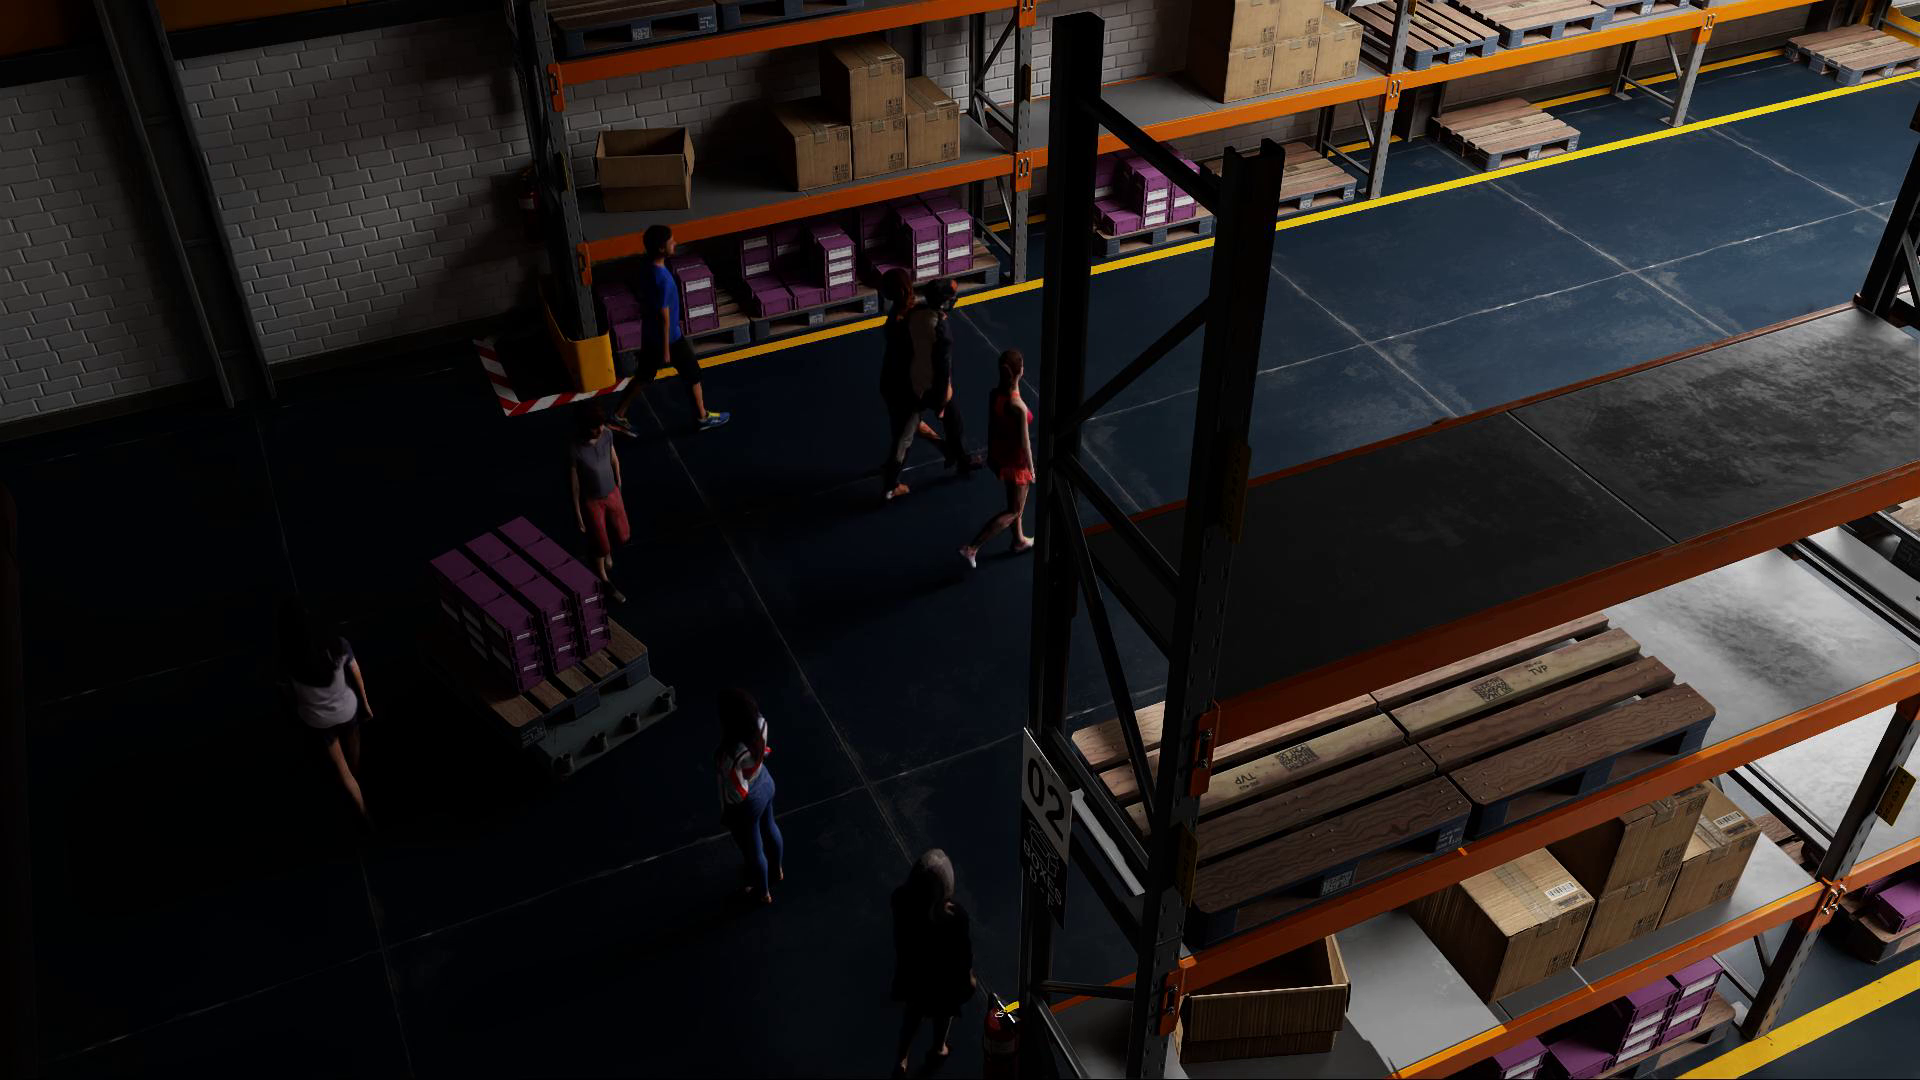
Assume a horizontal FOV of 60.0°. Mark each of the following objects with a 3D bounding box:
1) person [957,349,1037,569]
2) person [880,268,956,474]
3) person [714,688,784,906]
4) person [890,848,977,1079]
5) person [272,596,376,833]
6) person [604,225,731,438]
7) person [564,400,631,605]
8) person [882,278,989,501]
[{"bbox_3d":[0.291,-0.512,11.707,0.994,1.725,0.614,-19,42,-23],"label":"person"},{"bbox_3d":[-0.337,-1.214,12.510,0.986,1.819,0.843,4,39,5],"label":"person"},{"bbox_3d":[-1.181,1.431,9.363,0.715,1.613,0.650,14,41,17],"label":"person"},{"bbox_3d":[-0.166,2.207,8.295,0.878,1.733,0.965,18,42,21],"label":"person"},{"bbox_3d":[-3.673,1.070,9.758,0.923,1.684,0.788,-26,46,-29],"label":"person"},{"bbox_3d":[-2.414,-1.570,12.945,1.228,1.833,0.635,-18,42,-21],"label":"person"},{"bbox_3d":[-2.573,-0.324,11.544,0.809,1.634,0.808,-29,47,-31],"label":"person"},{"bbox_3d":[-0.303,-1.084,12.334,1.262,1.836,0.817,-23,44,-26],"label":"person"}]
